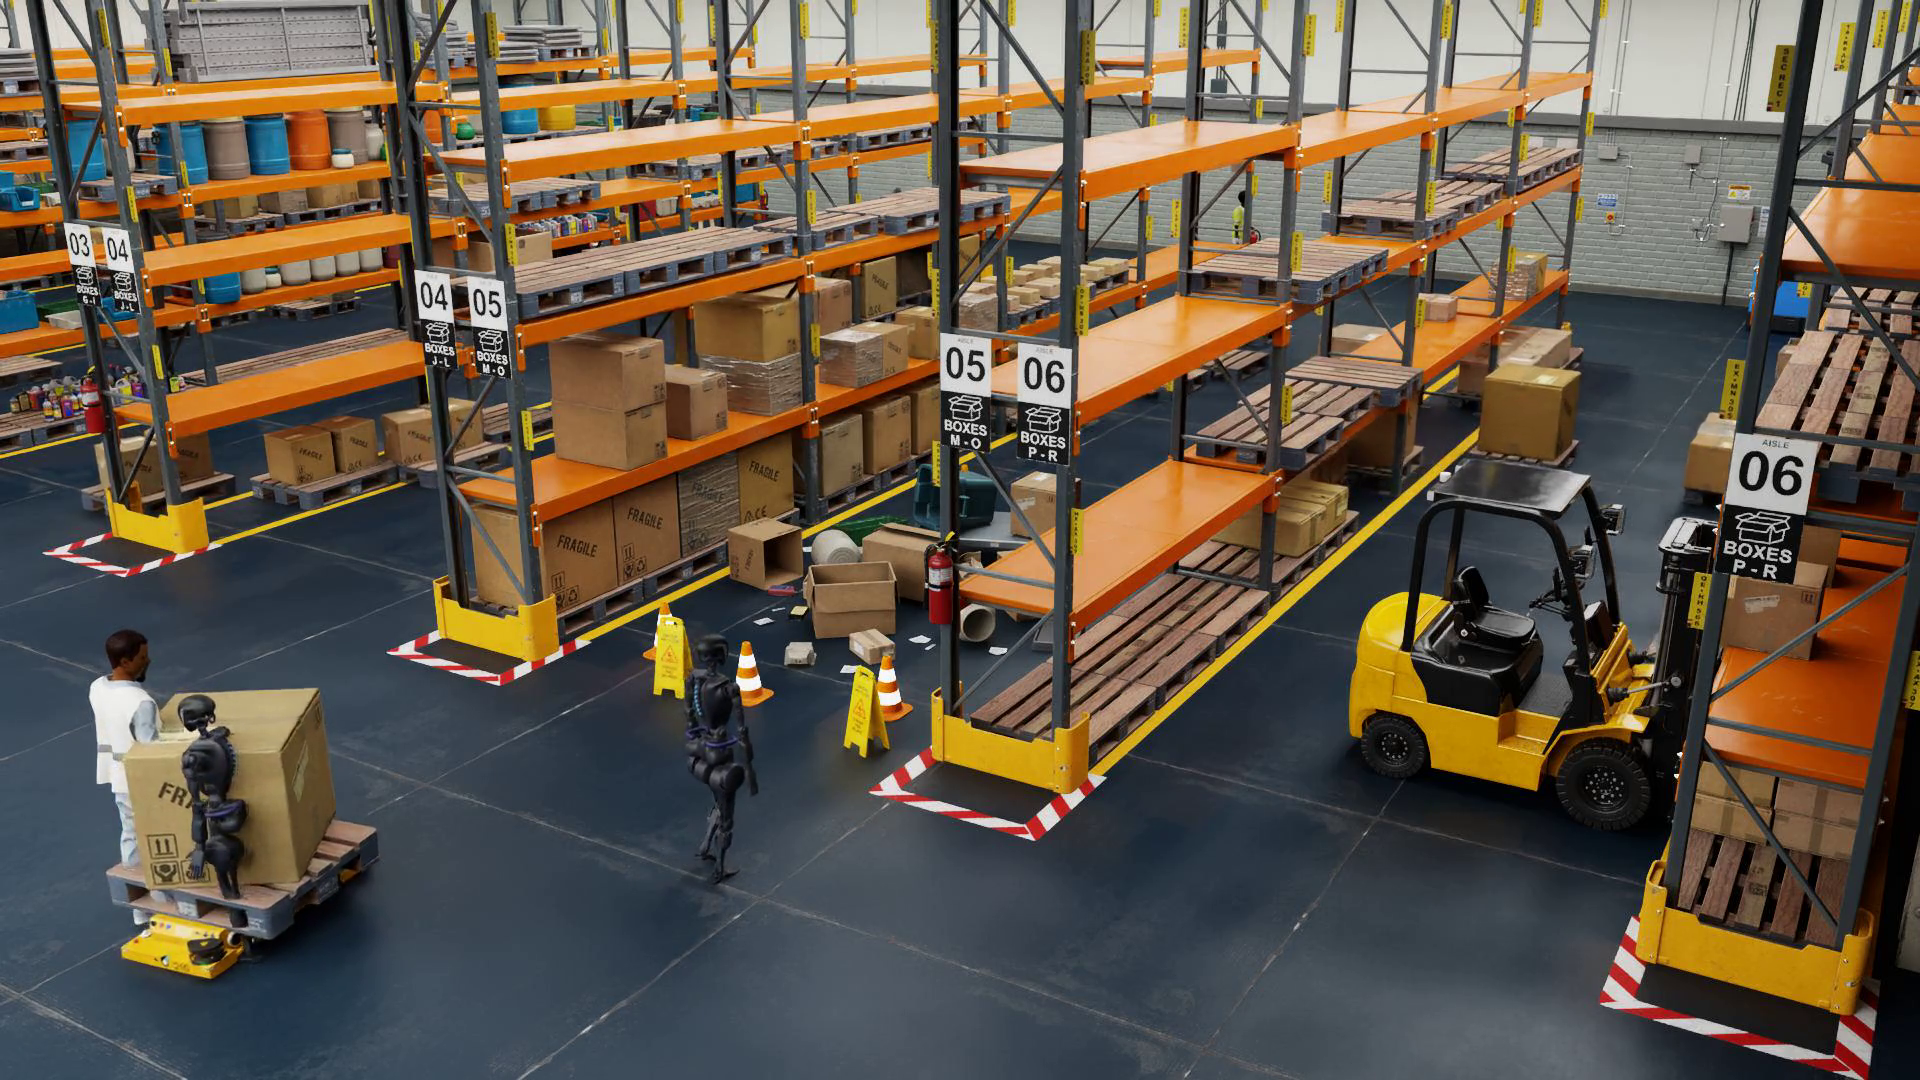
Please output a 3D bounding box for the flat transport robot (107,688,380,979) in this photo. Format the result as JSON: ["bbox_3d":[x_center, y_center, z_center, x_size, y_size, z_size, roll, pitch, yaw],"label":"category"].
[{"bbox_3d":[-4.386,2.196,10.265,0.659,0.231,1.431,7,20,18],"label":"flat transport robot"}]

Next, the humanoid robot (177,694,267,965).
[{"bbox_3d":[-4.261,1.669,9.633,0.343,1.649,0.604,1,19,3],"label":"humanoid robot"}]

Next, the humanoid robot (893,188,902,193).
[{"bbox_3d":[-1.200,-5.835,31.423,0.613,1.631,0.768,-10,21,-26],"label":"humanoid robot"}]

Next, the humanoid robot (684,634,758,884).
[{"bbox_3d":[-1.530,1.367,10.504,0.602,1.645,0.344,16,25,39],"label":"humanoid robot"}]

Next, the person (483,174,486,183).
[{"bbox_3d":[-10.296,-7.740,36.666,0.337,1.794,0.507,5,20,15],"label":"person"}]

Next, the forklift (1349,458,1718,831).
[{"bbox_3d":[3.988,0.658,11.776,2.313,2.155,1.214,11,22,29],"label":"forklift"}]

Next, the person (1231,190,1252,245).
[{"bbox_3d":[5.156,-5.557,30.491,0.322,1.697,0.531,13,23,33],"label":"person"}]

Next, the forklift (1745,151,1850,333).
[{"bbox_3d":[13.620,-4.667,26.137,1.873,2.768,1.129,11,22,29],"label":"forklift"}]

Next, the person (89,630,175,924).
[{"bbox_3d":[-4.897,1.447,9.920,0.589,1.913,0.399,14,23,35],"label":"person"}]

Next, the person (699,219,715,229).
[{"bbox_3d":[-5.319,-7.009,34.710,0.488,1.688,0.350,-6,20,-17],"label":"person"}]
